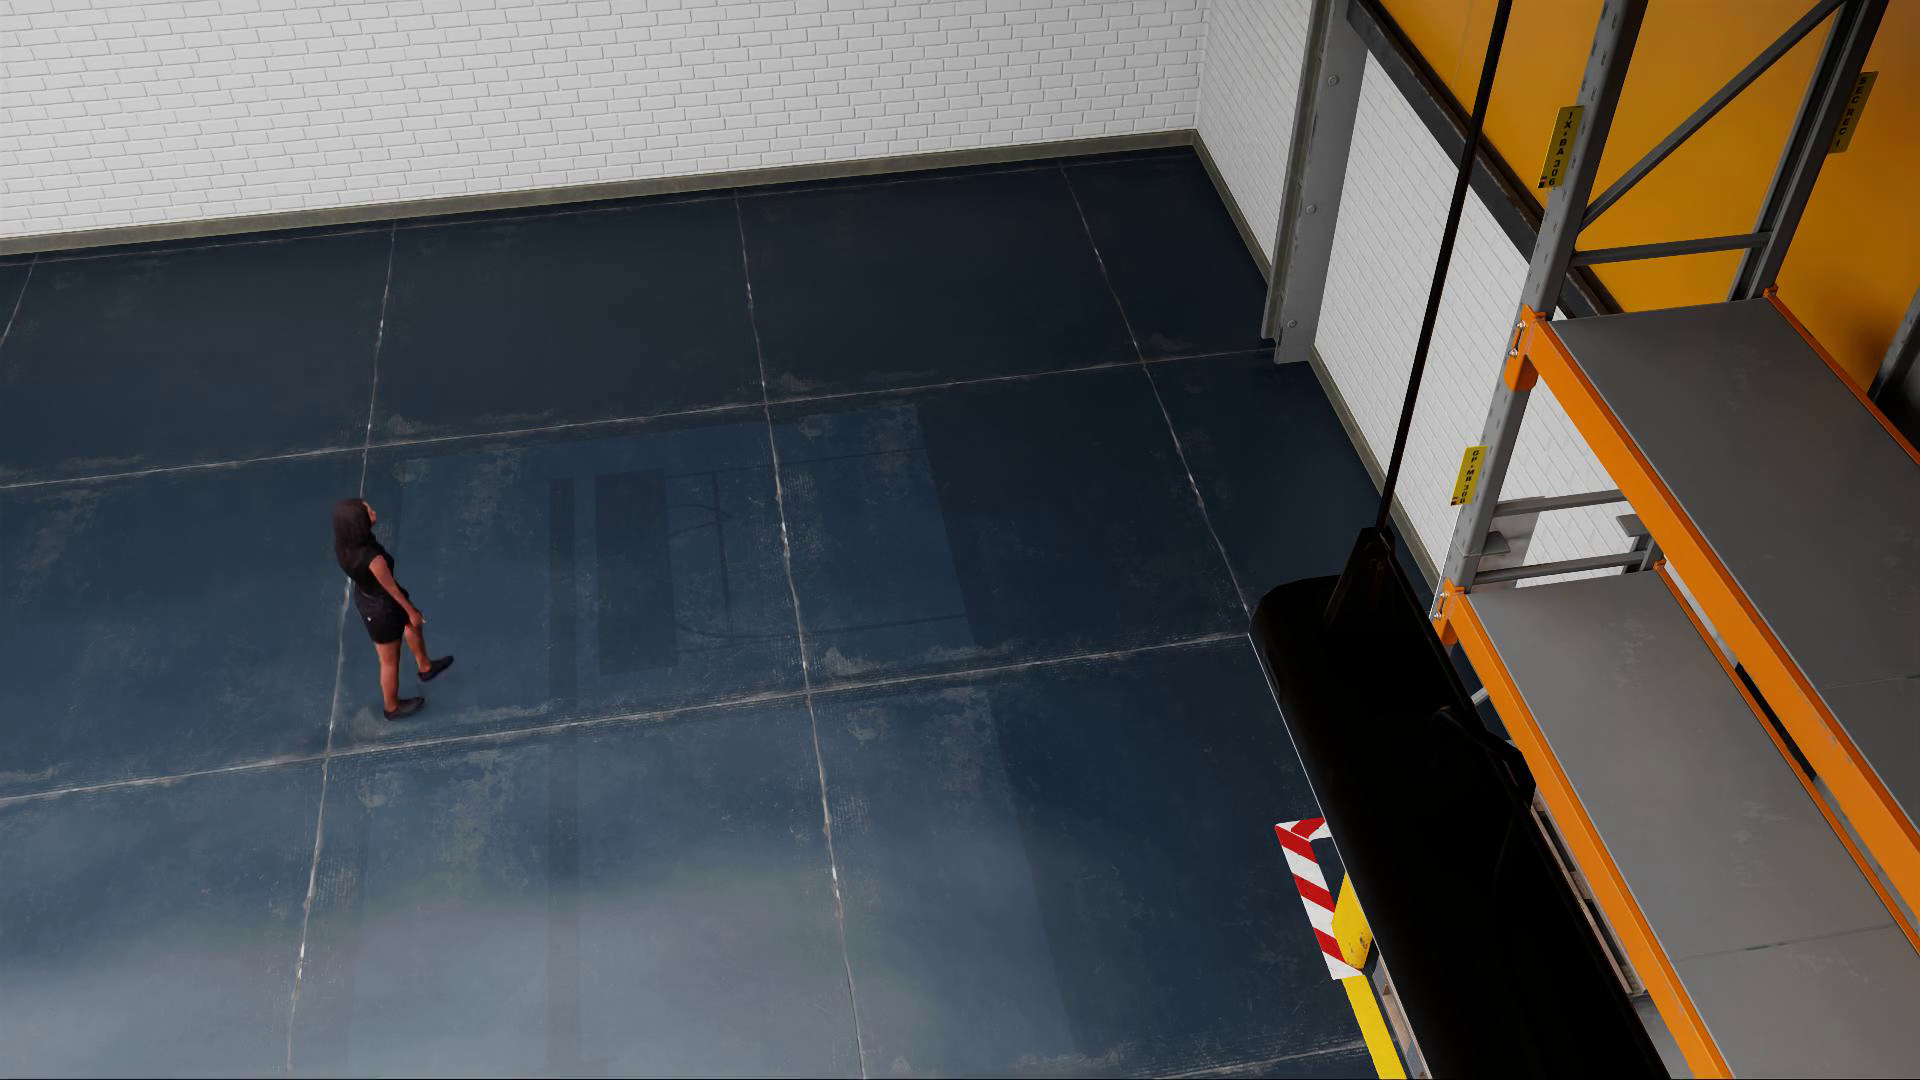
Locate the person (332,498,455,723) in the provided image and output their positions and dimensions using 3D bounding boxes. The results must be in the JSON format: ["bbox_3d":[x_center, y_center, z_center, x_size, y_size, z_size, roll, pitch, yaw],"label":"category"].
[{"bbox_3d":[-3.557,0.462,10.004,0.890,1.720,0.870,-32,52,-29],"label":"person"}]
